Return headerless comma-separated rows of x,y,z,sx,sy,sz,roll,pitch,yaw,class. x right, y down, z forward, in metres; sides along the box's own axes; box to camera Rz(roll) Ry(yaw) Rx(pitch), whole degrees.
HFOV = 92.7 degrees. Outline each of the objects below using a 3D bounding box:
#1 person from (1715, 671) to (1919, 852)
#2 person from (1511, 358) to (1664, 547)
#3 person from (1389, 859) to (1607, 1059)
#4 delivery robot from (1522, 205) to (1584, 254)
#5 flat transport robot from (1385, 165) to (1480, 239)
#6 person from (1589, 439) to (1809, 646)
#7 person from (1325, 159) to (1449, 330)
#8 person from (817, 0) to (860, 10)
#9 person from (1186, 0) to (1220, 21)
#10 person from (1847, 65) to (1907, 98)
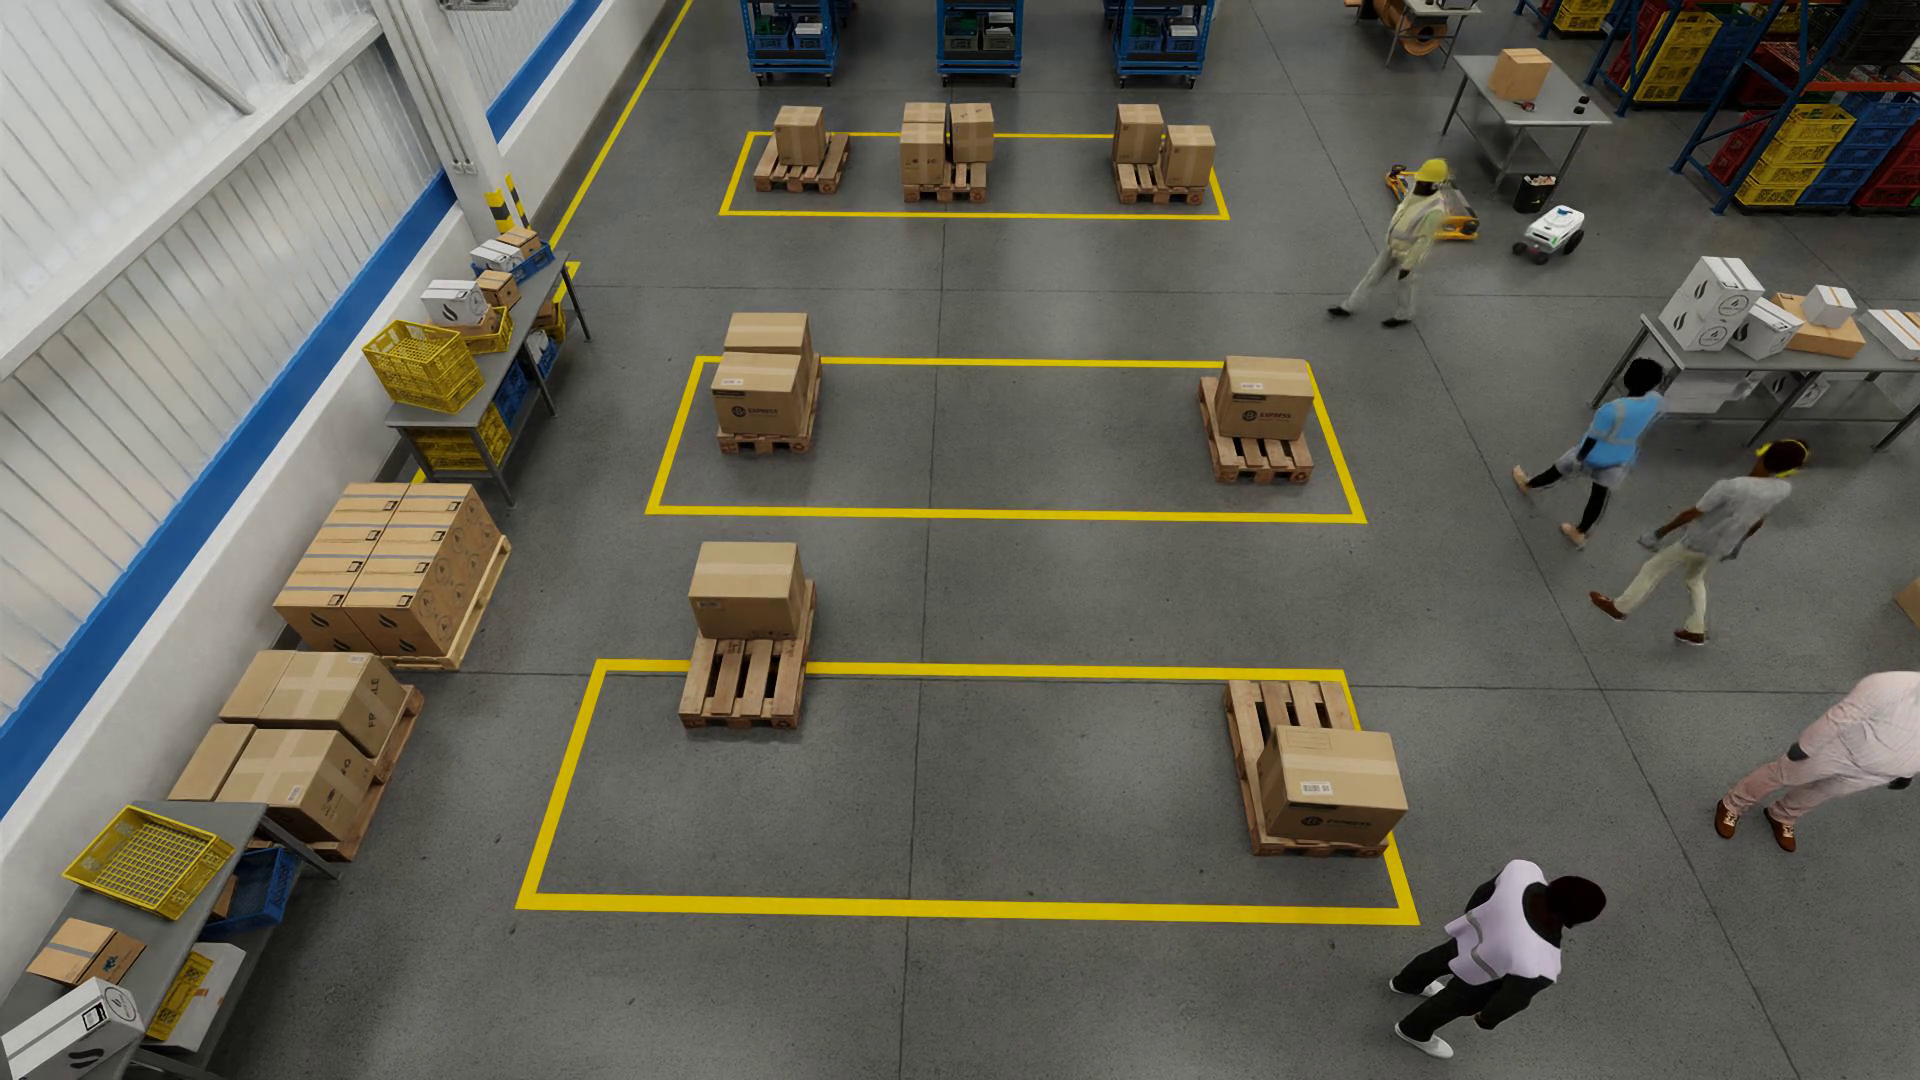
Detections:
5.249,1.273,5.345,0.636,1.902,0.405,12,50,11,person
5.031,-0.774,7.269,0.541,1.650,0.899,-6,49,-5,person
2.631,2.118,4.613,0.379,1.897,0.597,10,50,8,person
6.680,-3.509,10.306,0.707,0.478,0.477,-34,57,-26,delivery robot
5.692,-4.094,11.059,0.652,0.197,1.431,1,49,1,flat transport robot
5.228,0.069,6.431,0.672,1.849,0.609,-5,49,-4,person
4.310,-2.872,9.006,0.847,1.788,0.617,-3,49,-3,person
-2.057,-9.644,14.762,0.794,1.951,0.655,13,50,11,person
3.964,-9.027,14.447,0.687,1.615,0.523,-33,57,-25,person
13.113,-7.090,12.557,0.631,1.940,0.372,-5,49,-4,person
